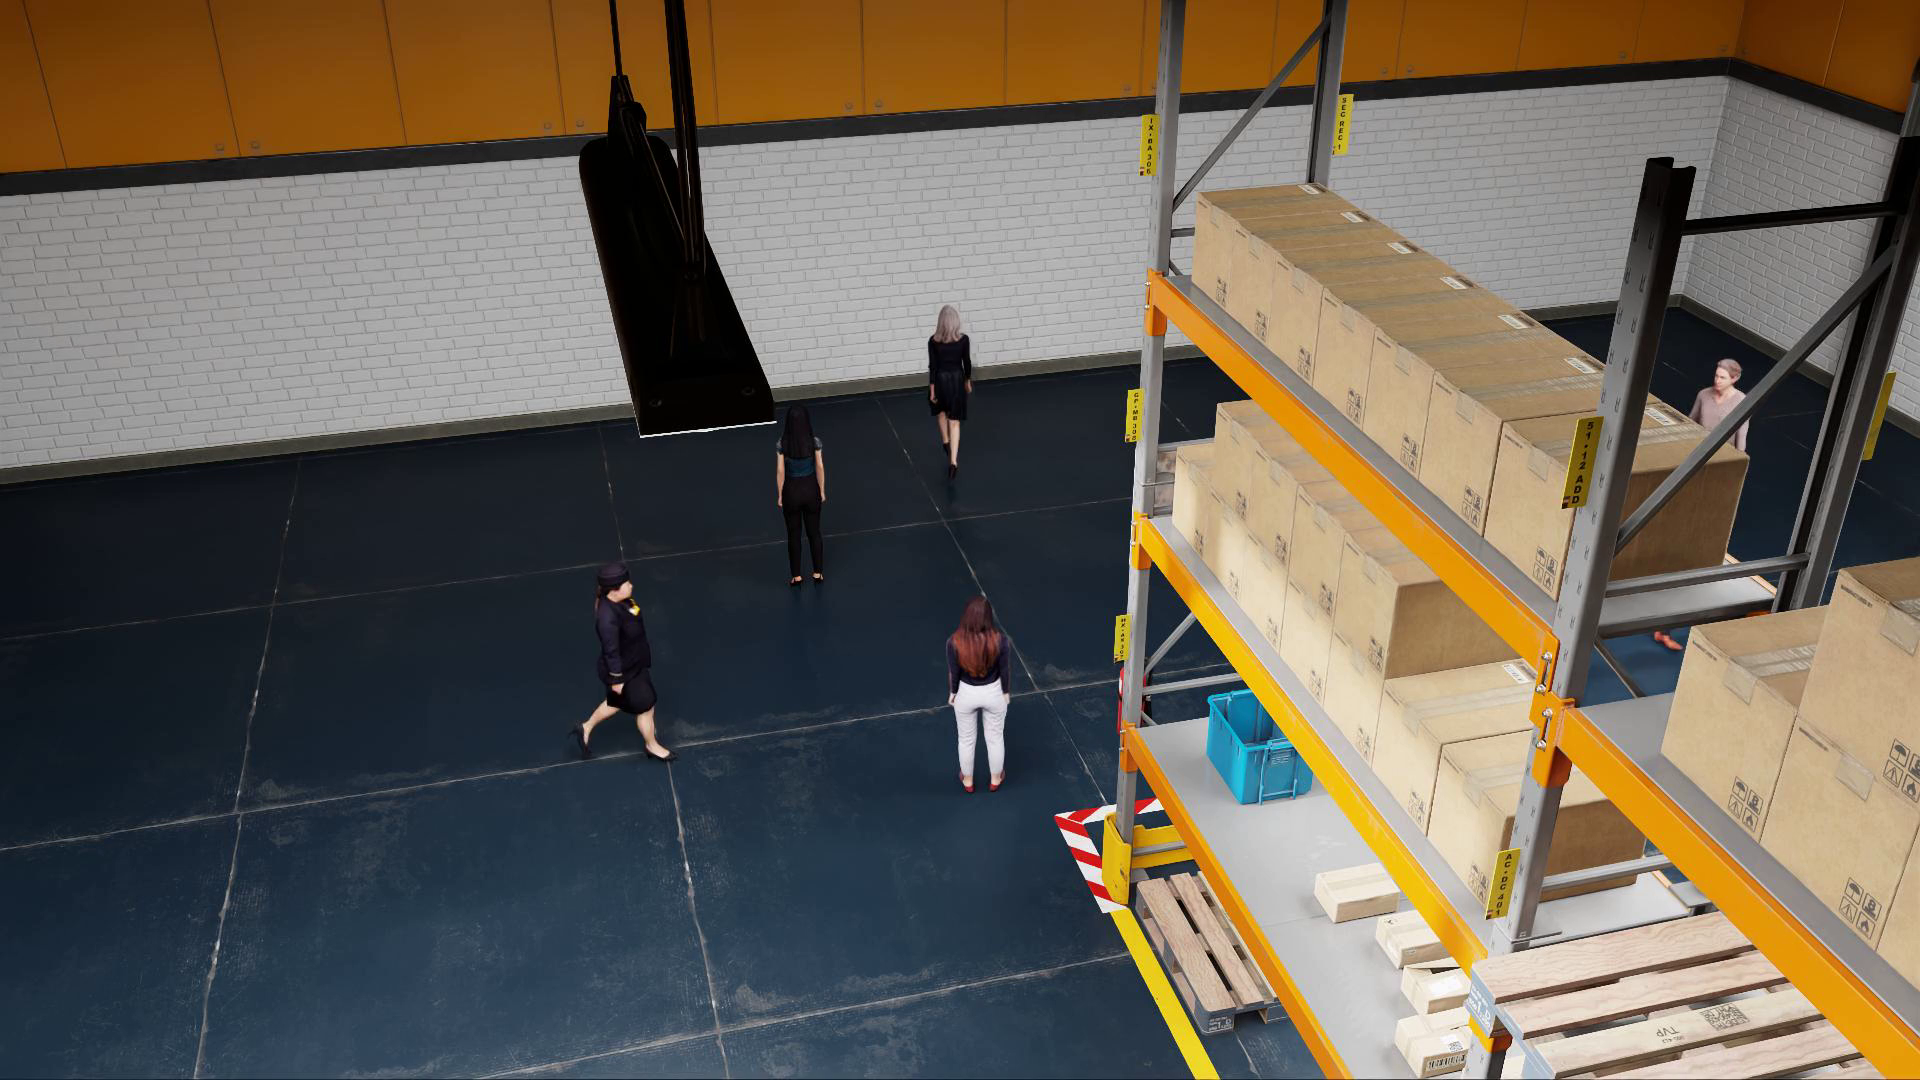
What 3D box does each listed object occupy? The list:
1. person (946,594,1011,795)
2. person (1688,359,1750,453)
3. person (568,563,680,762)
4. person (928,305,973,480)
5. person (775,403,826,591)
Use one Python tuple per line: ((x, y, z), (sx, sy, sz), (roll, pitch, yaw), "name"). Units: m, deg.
((0.139, 1.089, 11.743), (0.655, 1.607, 0.624), (1, 29, 1), "person")
((6.784, -0.763, 14.885), (0.916, 1.849, 0.901), (-18, 33, -29), "person")
((-2.500, 0.926, 12.001), (0.912, 1.647, 1.042), (-1, 29, -1), "person")
((-0.087, -1.407, 16.227), (0.741, 1.696, 1.195), (-2, 29, -4), "person")
((-1.362, -0.373, 14.289), (0.565, 1.734, 0.493), (-6, 29, -11), "person")
